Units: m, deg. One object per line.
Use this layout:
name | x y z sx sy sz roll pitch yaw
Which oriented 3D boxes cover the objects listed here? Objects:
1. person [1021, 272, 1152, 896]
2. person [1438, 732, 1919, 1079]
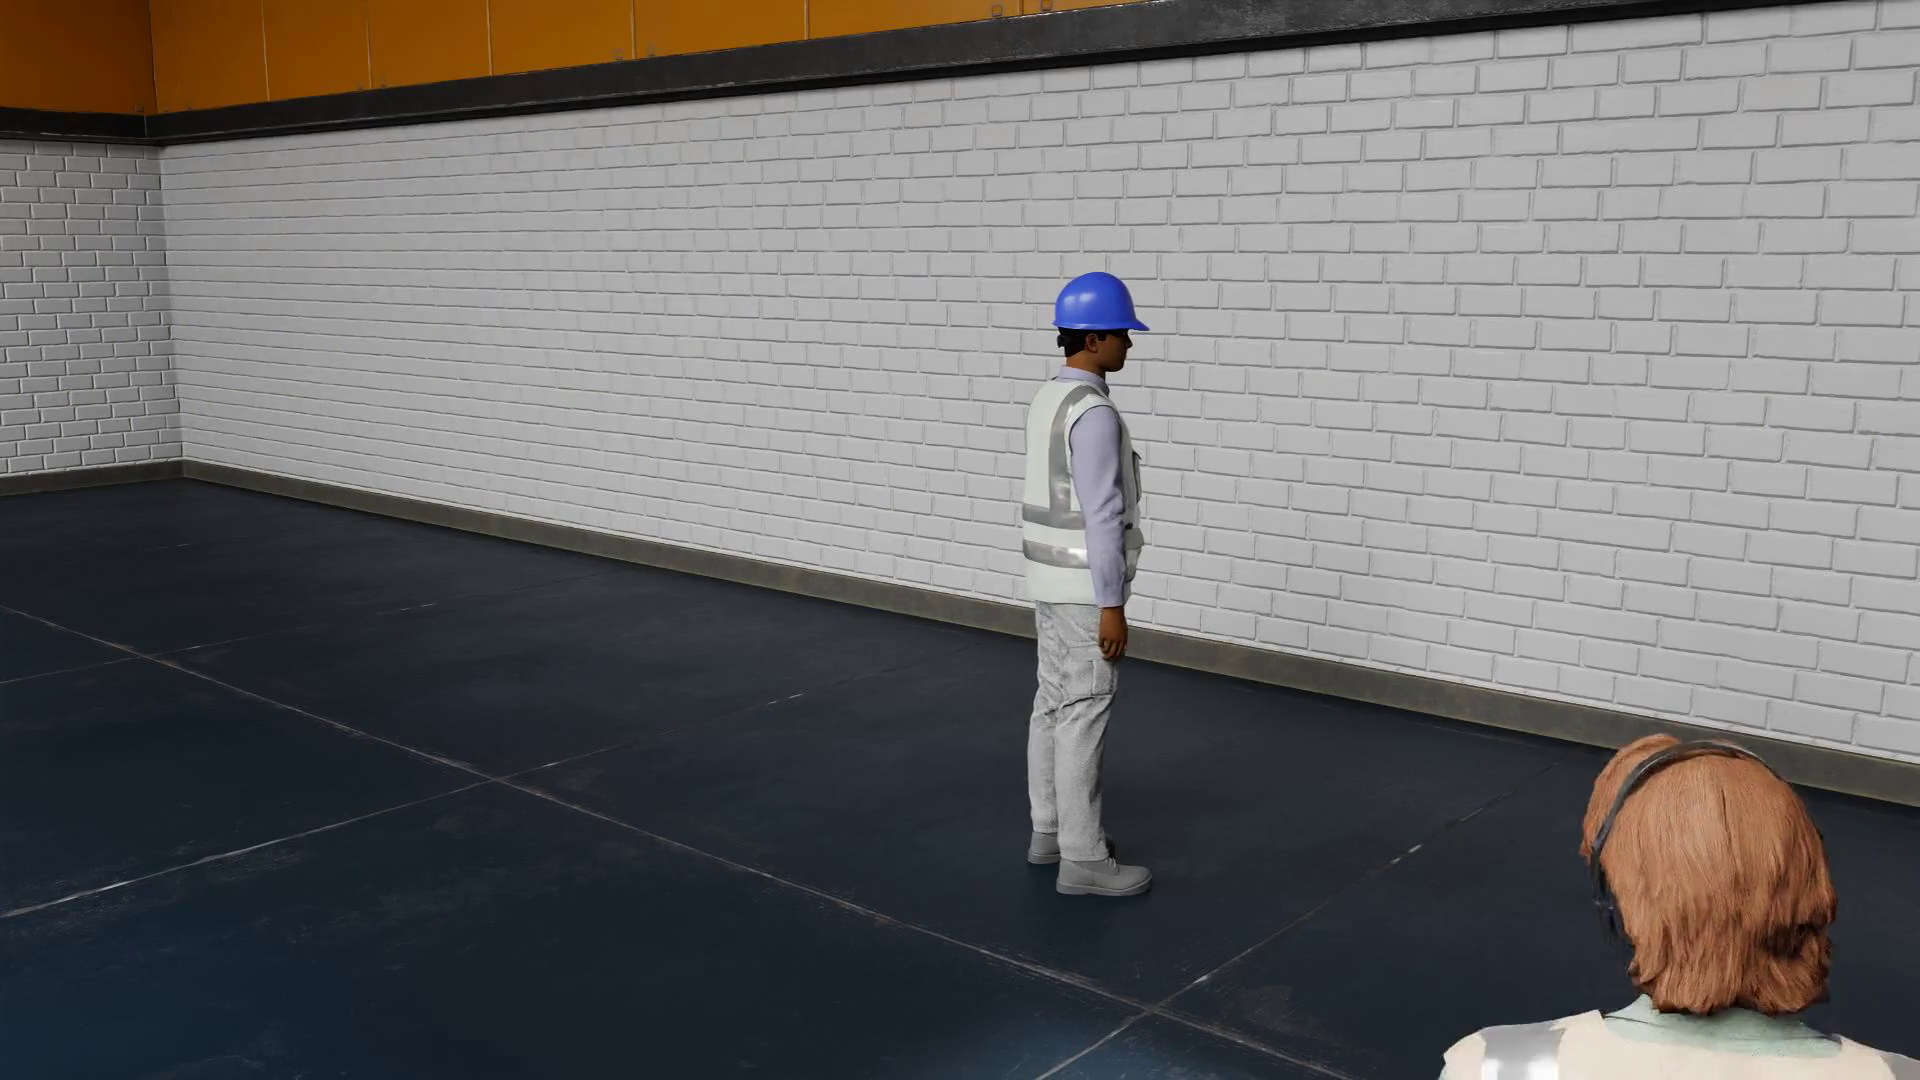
person | 0.391 0.139 5.252 0.388 1.947 0.614 -3 10 -14
person | 0.670 0.981 1.502 0.516 1.584 0.927 3 10 17
